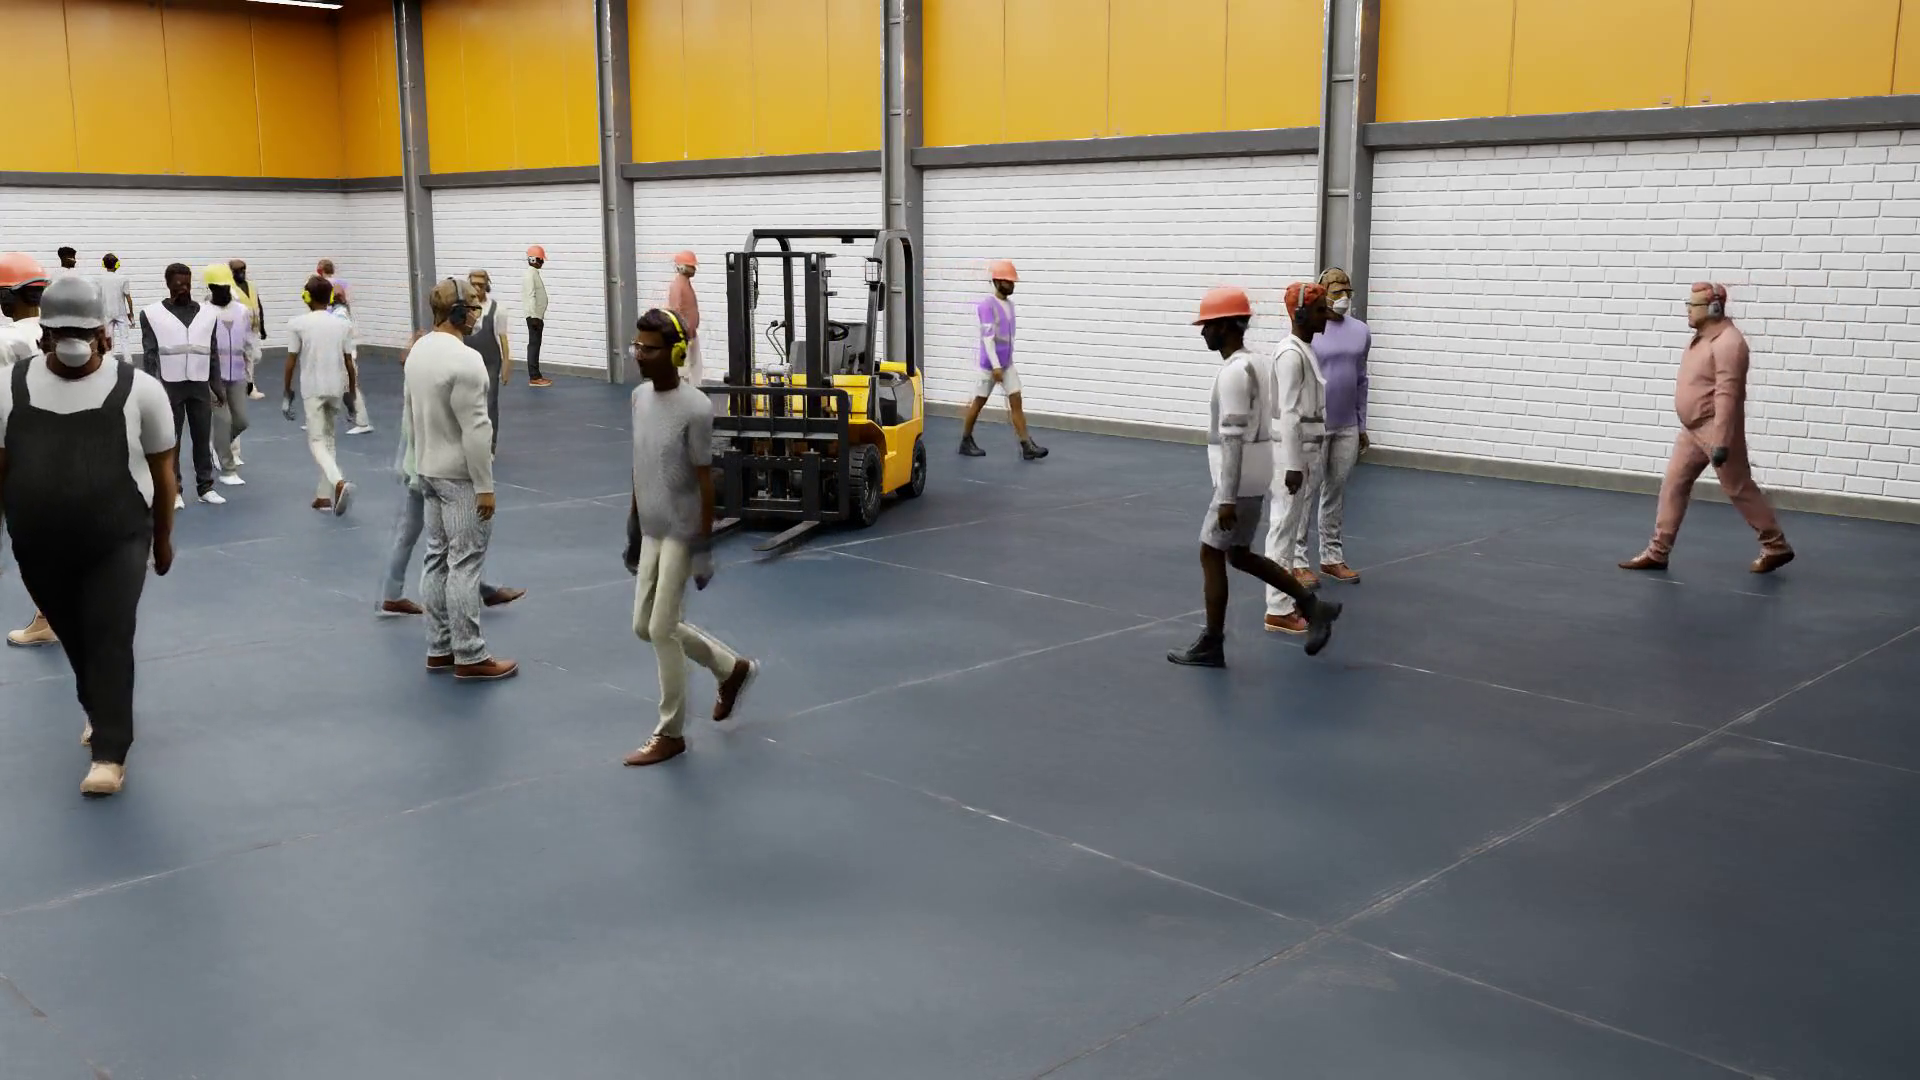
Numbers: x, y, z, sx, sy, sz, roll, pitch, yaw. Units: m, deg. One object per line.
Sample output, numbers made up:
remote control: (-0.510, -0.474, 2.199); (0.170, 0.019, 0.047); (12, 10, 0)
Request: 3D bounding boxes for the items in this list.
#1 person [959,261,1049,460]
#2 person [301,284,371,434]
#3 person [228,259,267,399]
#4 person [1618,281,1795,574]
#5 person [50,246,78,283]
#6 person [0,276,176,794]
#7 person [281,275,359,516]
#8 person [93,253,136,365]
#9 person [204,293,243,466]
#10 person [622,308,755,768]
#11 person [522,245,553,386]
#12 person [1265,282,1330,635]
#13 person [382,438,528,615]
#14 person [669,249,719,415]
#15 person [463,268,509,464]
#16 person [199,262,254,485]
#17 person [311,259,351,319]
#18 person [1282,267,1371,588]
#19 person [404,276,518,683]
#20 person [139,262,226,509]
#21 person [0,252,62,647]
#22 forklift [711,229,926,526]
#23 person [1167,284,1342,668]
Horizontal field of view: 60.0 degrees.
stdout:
person: (0.376, -1.699, 15.853); (1.012, 1.888, 0.546); (8, 13, 38)
person: (-6.682, -1.915, 17.742); (0.705, 1.602, 0.541); (-5, 12, -27)
person: (-9.461, -2.774, 21.854); (0.712, 1.826, 0.634); (4, 11, 23)
person: (4.792, -0.694, 10.457); (1.015, 1.859, 0.652); (0, 10, 2)
person: (-13.572, -3.481, 25.340); (0.607, 1.962, 0.373); (7, 12, 32)
person: (-3.492, -0.088, 6.622); (0.686, 2.000, 1.055); (-2, 11, -13)
person: (-4.853, -1.097, 12.697); (0.573, 1.835, 0.828); (-9, 14, -40)
person: (-12.502, -3.299, 24.605); (0.538, 1.867, 0.312); (-3, 11, -17)
person: (-6.955, -1.502, 15.504); (0.528, 1.617, 0.593); (-10, 14, -43)
person: (-1.144, -0.026, 6.820); (0.634, 1.849, 0.530); (-9, 14, -42)
person: (-6.019, -3.181, 23.625); (0.382, 1.993, 0.609); (-2, 11, -9)
person: (1.816, -0.444, 8.997); (0.361, 1.882, 0.575); (3, 11, 16)
person: (-2.886, -0.368, 9.362); (0.871, 1.580, 0.521); (-4, 11, -22)
person: (-3.314, -2.429, 19.592); (0.813, 1.970, 0.627); (1, 10, 7)
person: (-4.496, -1.633, 15.618); (0.541, 1.833, 0.474); (-1, 10, -4)
person: (-6.372, -1.428, 14.311); (0.612, 1.911, 0.595); (7, 13, 35)
person: (-8.738, -3.001, 23.143); (0.577, 1.815, 0.879); (-9, 14, -39)
person: (2.241, -0.683, 10.149); (0.629, 1.940, 0.372); (-5, 12, -27)
person: (-2.419, -0.286, 7.985); (0.355, 1.936, 0.635); (-10, 14, -42)
person: (-6.115, -1.218, 13.118); (0.391, 1.920, 0.593); (9, 14, 42)
person: (-4.815, -0.464, 8.670); (0.374, 2.043, 0.613); (2, 11, 12)
forklift: (-1.050, -1.319, 12.920); (1.214, 2.155, 2.313); (2, 11, 13)
person: (1.453, -0.294, 8.136); (0.749, 1.906, 0.583); (4, 11, 19)
